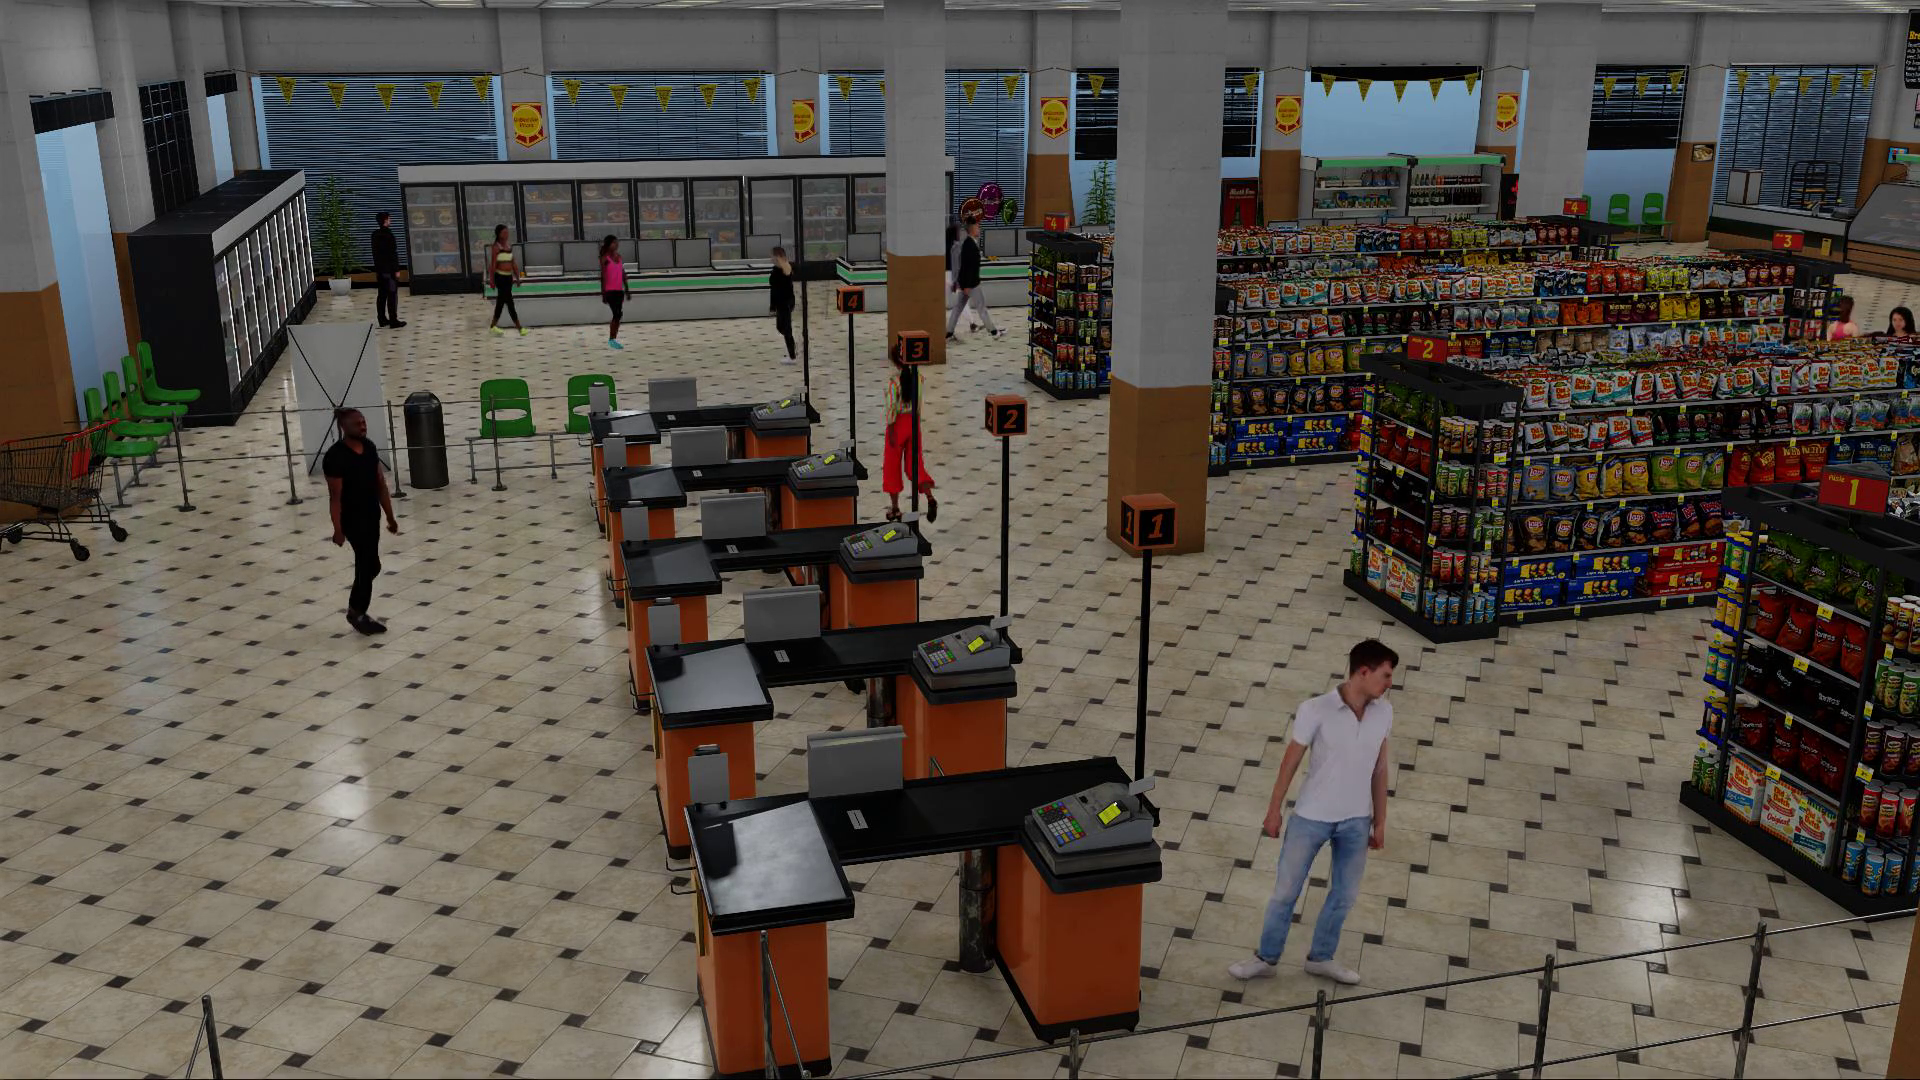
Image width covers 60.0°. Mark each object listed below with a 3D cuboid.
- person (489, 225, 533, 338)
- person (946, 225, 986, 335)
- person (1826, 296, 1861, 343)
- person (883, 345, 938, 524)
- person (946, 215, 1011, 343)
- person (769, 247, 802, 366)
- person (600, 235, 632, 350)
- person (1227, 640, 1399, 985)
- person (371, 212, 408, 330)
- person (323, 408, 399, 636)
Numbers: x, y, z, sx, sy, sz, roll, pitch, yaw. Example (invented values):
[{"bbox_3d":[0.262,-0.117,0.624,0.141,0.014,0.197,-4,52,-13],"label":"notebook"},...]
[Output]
[{"bbox_3d":[-7.118,-3.980,25.737,1.157,1.702,1.098,9,19,28],"label":"person"},{"bbox_3d":[-0.201,-3.994,25.796,1.072,1.693,0.701,-6,18,-20],"label":"person"},{"bbox_3d":[9.804,-1.829,18.668,1.187,1.694,0.585,-5,18,-15],"label":"person"},{"bbox_3d":[-0.467,-0.941,15.614,1.061,1.769,0.868,-12,20,-33],"label":"person"},{"bbox_3d":[0.036,-3.893,25.110,1.253,1.901,0.816,-2,17,-7],"label":"person"},{"bbox_3d":[-2.403,-3.303,23.564,0.767,1.669,0.734,5,18,16],"label":"person"},{"bbox_3d":[-5.211,-3.679,24.736,0.760,1.708,0.698,11,20,31],"label":"person"},{"bbox_3d":[1.720,1.329,8.040,0.528,1.826,0.947,-1,17,-2],"label":"person"},{"bbox_3d":[-9.209,-4.333,26.669,0.785,1.837,0.806,12,21,35],"label":"person"},{"bbox_3d":[-4.740,-0.146,12.928,0.828,1.808,0.800,5,18,17],"label":"person"}]
